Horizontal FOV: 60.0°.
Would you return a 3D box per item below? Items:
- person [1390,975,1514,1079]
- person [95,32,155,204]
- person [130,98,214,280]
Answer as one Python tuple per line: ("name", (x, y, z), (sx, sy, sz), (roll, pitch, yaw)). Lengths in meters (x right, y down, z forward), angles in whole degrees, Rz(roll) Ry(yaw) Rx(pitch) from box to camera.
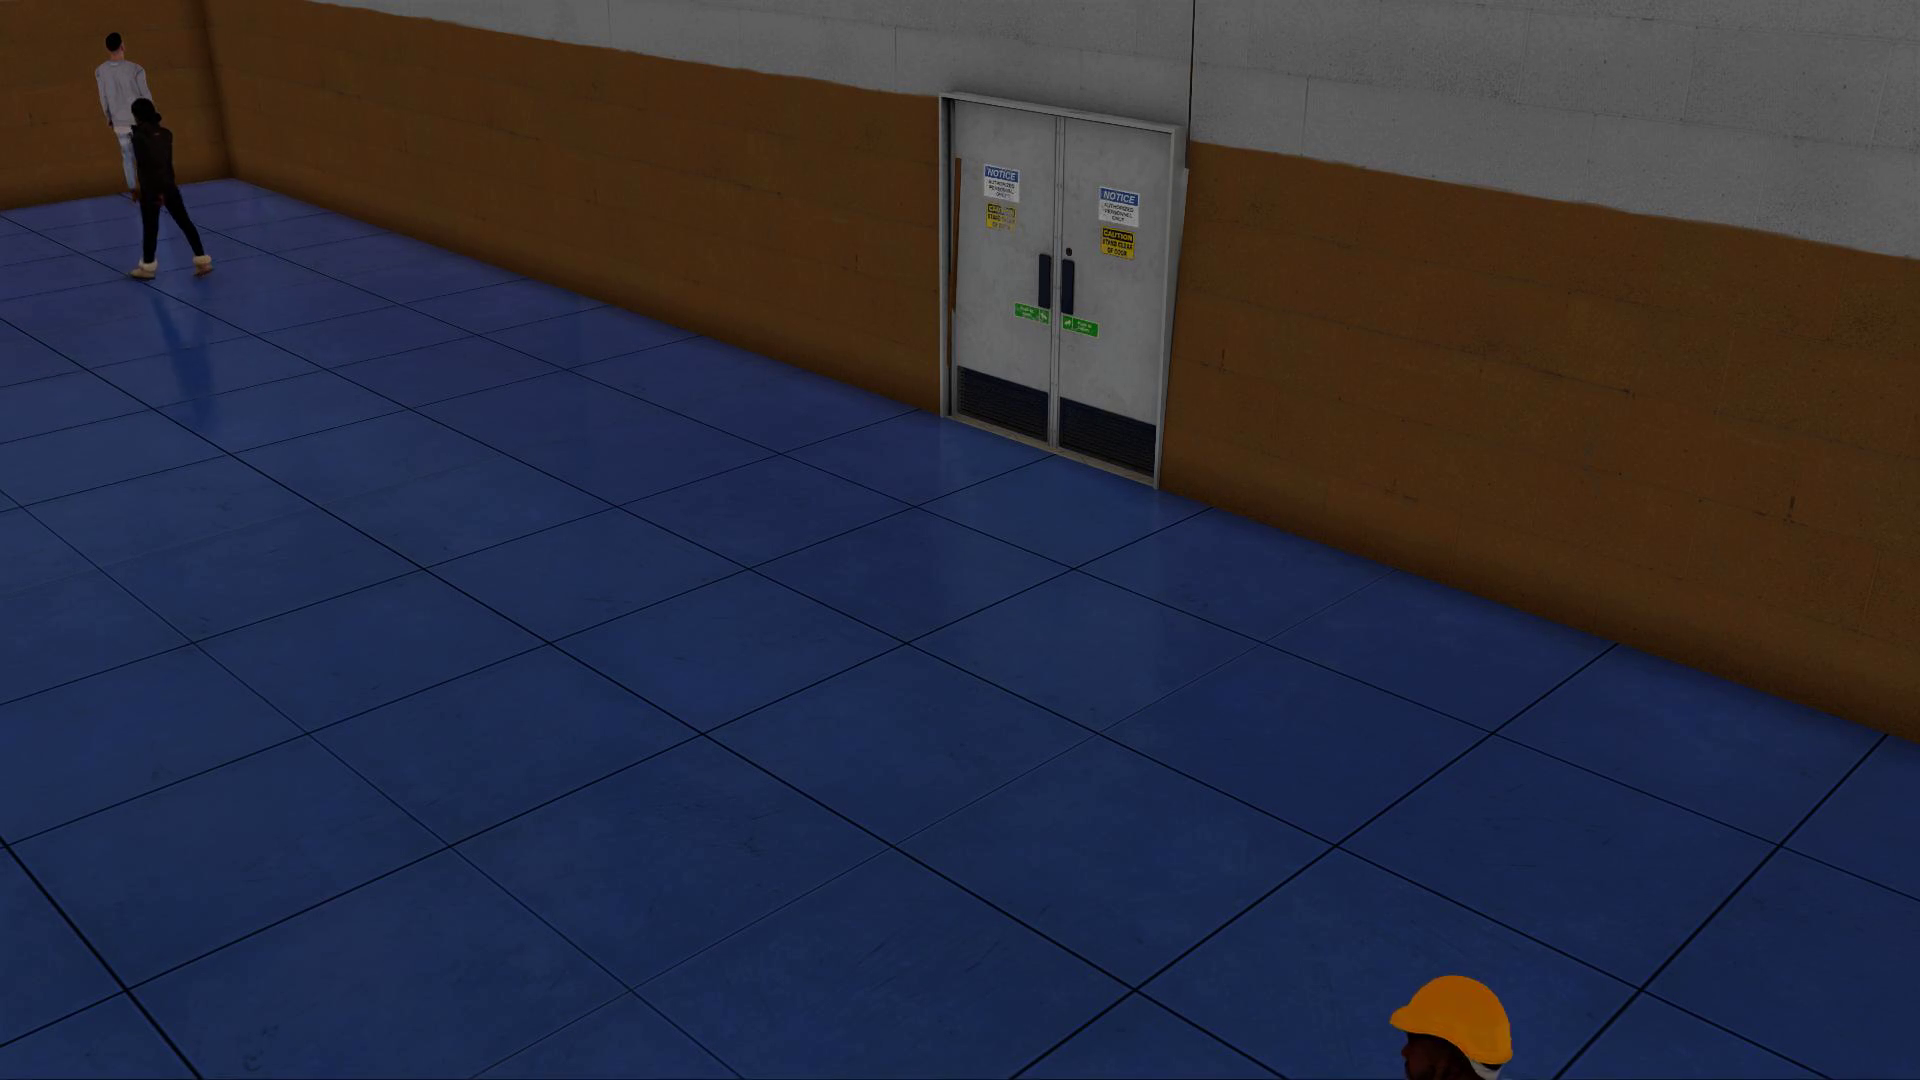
("person", (1.175, 1.805, 3.695), (0.909, 1.769, 0.865), (-8, 25, -17))
("person", (-9.182, -4.667, 18.399), (0.724, 1.840, 0.828), (-4, 24, -8))
("person", (-7.486, -3.242, 15.375), (0.849, 1.651, 1.009), (2, 24, 5))
